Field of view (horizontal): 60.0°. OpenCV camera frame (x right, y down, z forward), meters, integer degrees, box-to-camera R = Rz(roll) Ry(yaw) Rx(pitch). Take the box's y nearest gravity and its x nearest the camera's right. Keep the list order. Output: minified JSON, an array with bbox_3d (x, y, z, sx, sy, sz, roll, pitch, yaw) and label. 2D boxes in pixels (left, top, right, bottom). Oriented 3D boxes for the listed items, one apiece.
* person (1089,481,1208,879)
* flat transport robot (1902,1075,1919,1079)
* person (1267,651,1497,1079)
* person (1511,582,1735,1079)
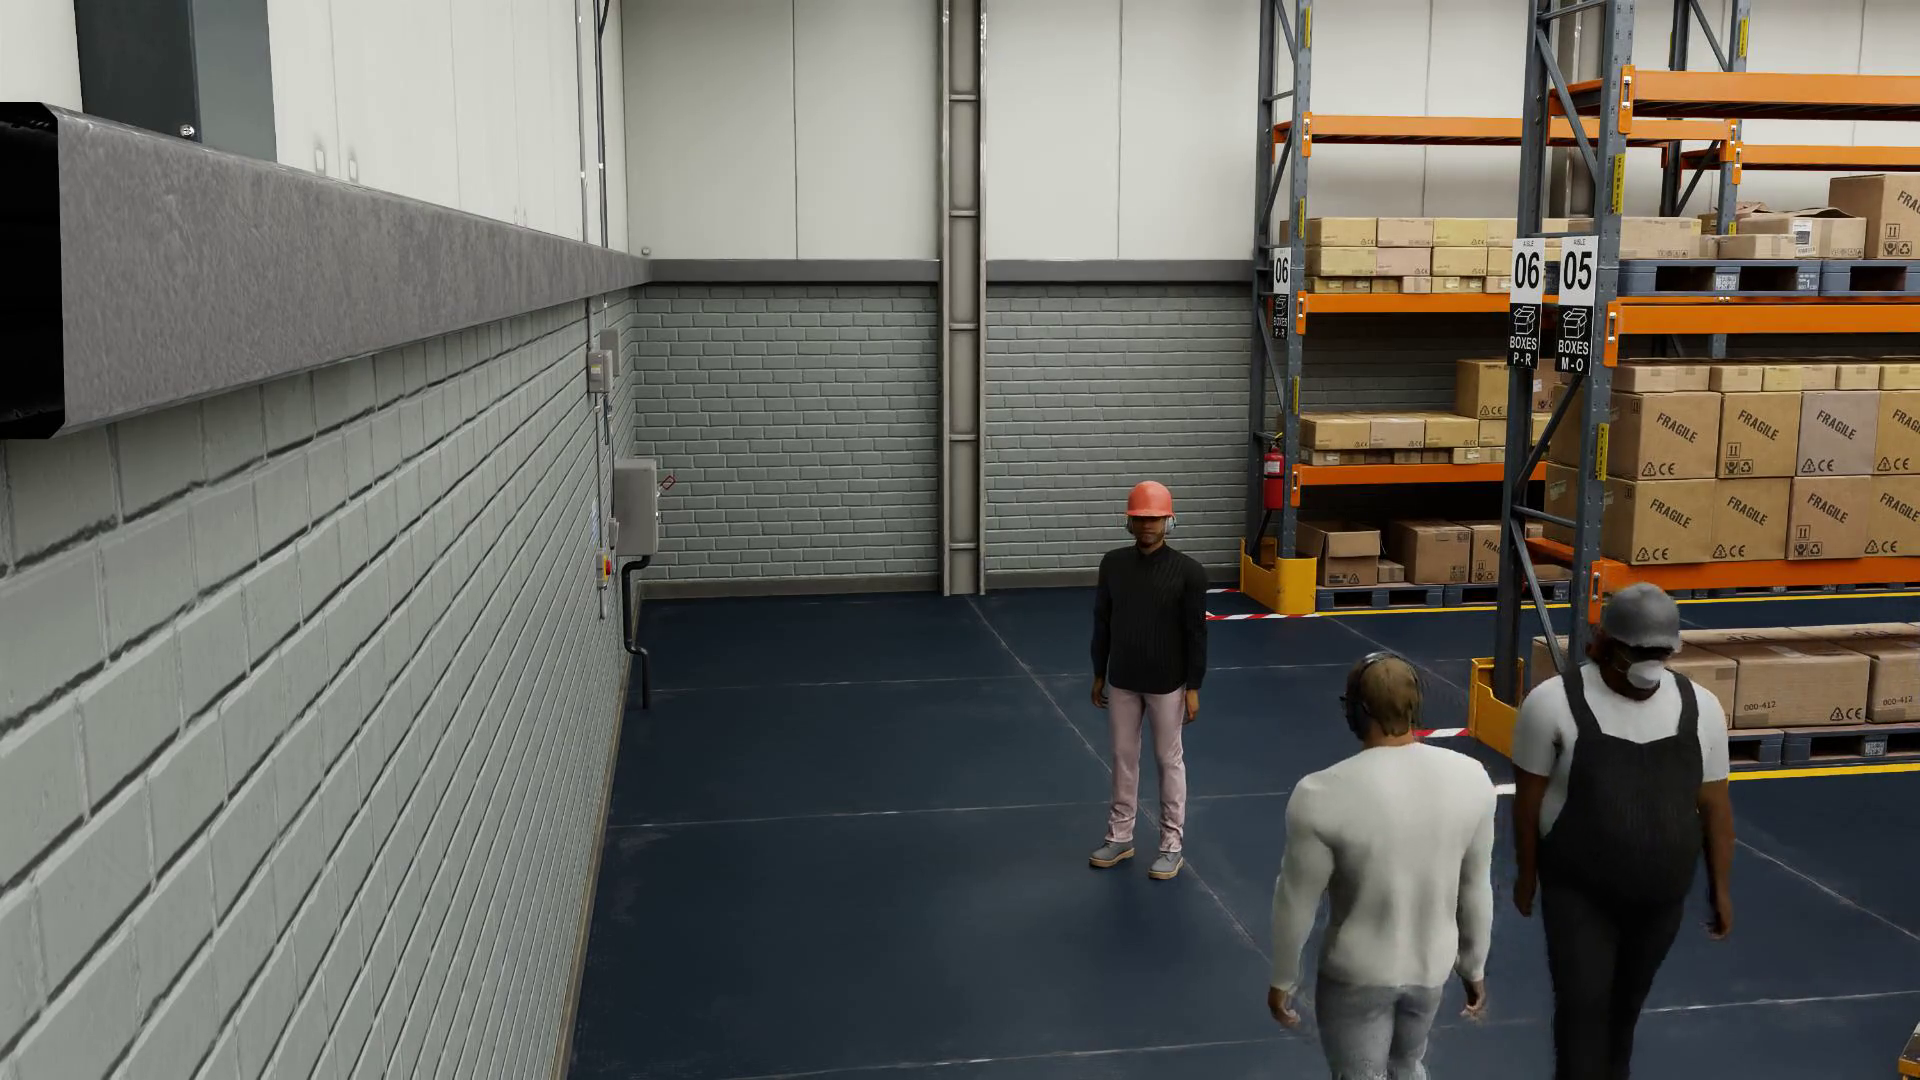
[{"bbox_3d":[0.933,0.692,8.357,0.622,1.996,0.370,6,11,32],"label":"person"},{"bbox_3d":[3.963,1.905,6.187,0.652,0.197,1.431,7,12,38],"label":"flat transport robot"},{"bbox_3d":[1.232,1.274,4.969,0.662,1.928,0.462,-2,9,-13],"label":"person"},{"bbox_3d":[2.243,1.126,5.551,0.700,2.000,0.887,0,9,2],"label":"person"}]
